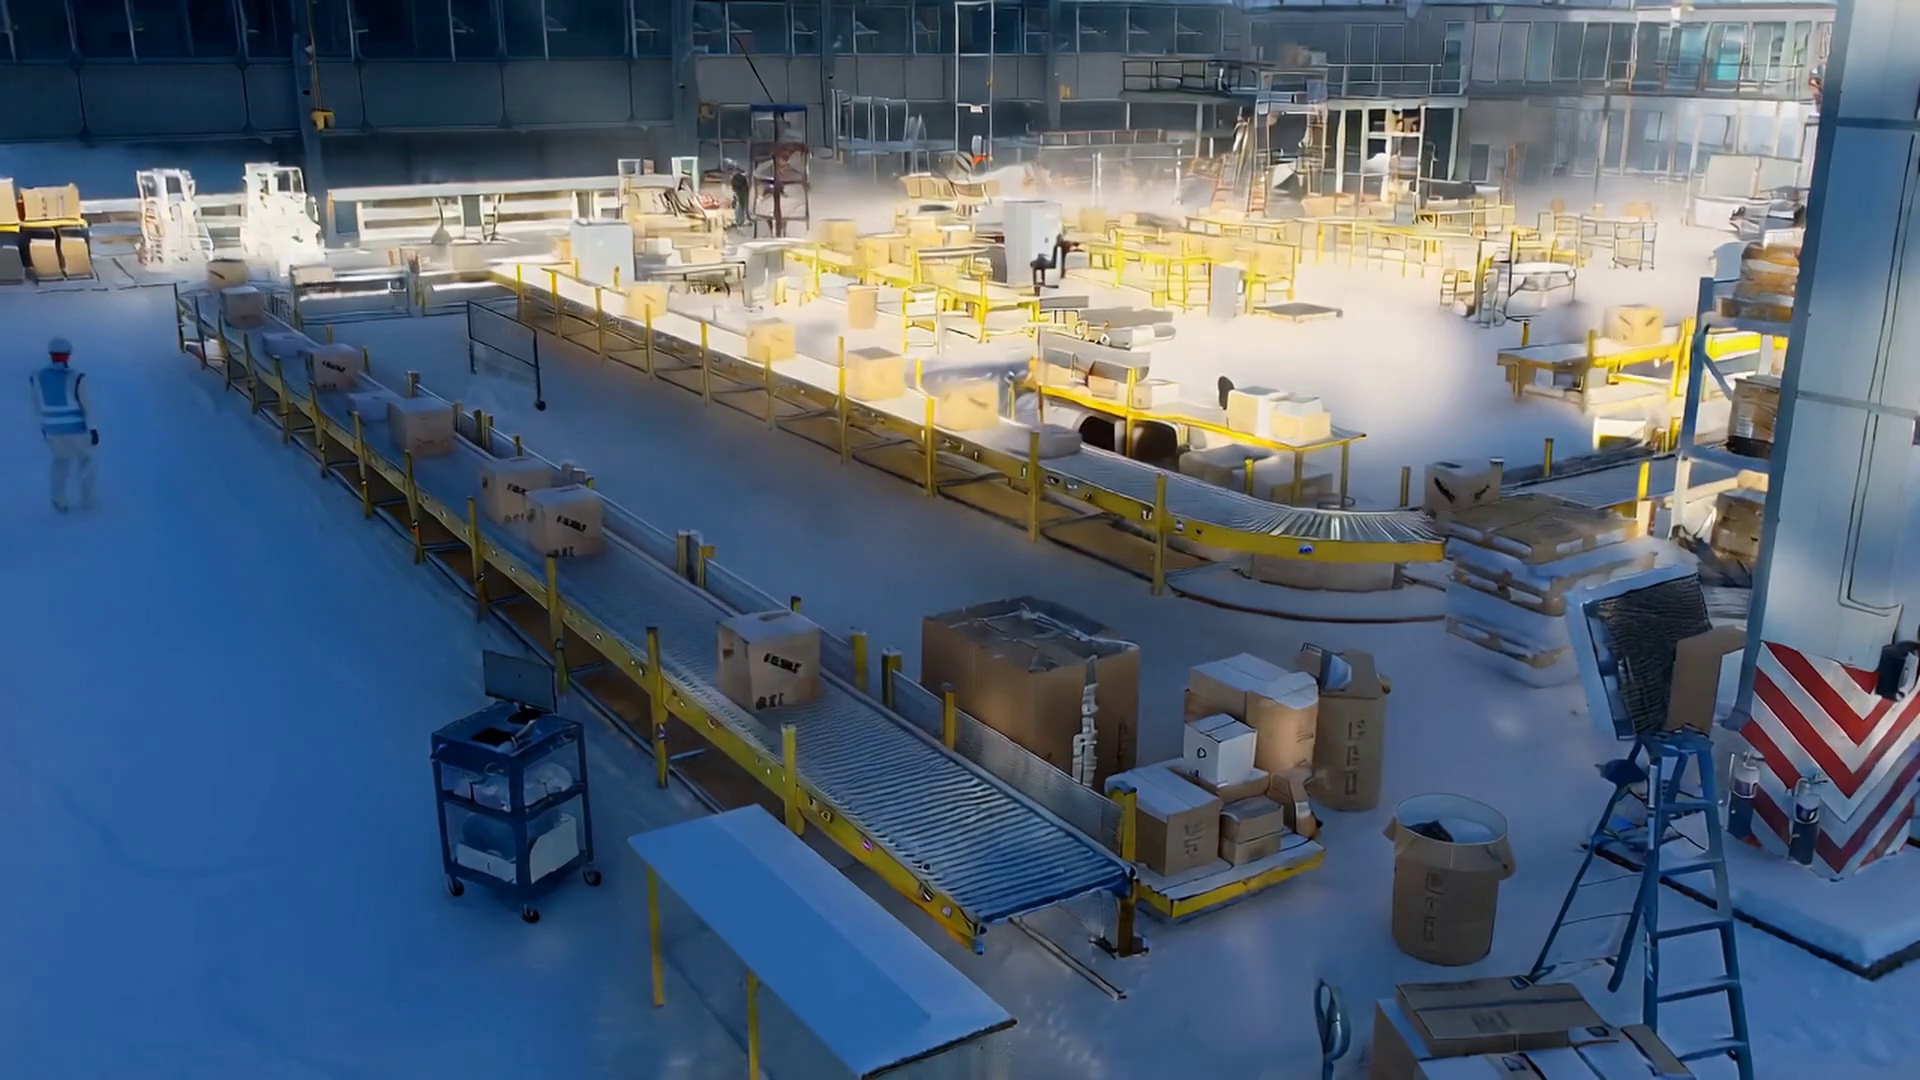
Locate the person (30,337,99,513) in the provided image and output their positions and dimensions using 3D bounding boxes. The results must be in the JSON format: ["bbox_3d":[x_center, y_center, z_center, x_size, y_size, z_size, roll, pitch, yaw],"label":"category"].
[{"bbox_3d":[-9.598,-1.204,17.853,0.630,1.924,0.572,-1,17,-4],"label":"person"}]

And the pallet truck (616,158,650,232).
[{"bbox_3d":[-8.918,-9.176,44.255,0.823,1.965,1.885,-9,19,-27],"label":"pallet truck"}]

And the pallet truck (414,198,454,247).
[{"bbox_3d":[-13.250,-8.060,41.856,0.680,1.201,1.601,-10,20,-31],"label":"pallet truck"}]

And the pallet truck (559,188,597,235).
[{"bbox_3d":[-10.010,-8.652,43.699,0.653,1.274,1.630,-10,20,-31],"label":"pallet truck"}]

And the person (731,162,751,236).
[{"bbox_3d":[-5.862,-8.965,43.742,0.719,1.879,0.687,-12,20,-34],"label":"person"}]

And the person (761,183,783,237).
[{"bbox_3d":[-4.643,-8.285,41.211,0.615,2.040,0.391,-7,18,-23],"label":"person"}]

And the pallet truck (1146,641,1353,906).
[{"bbox_3d":[1.664,1.407,10.232,1.630,1.274,0.653,-10,20,-31],"label":"pallet truck"}]

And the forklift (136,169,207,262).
[{"bbox_3d":[-17.842,-7.318,37.559,1.157,1.987,2.680,-10,20,-31],"label":"forklift"}]

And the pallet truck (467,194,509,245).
[{"bbox_3d":[-11.983,-8.177,42.137,0.704,1.261,1.522,-11,20,-33],"label":"pallet truck"}]

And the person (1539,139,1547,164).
[{"bbox_3d":[21.933,-14.514,62.626,0.516,1.628,0.342,8,18,24],"label":"person"}]

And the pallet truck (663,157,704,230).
[{"bbox_3d":[-7.586,-9.308,44.692,0.823,1.965,1.885,-11,20,-33],"label":"pallet truck"}]

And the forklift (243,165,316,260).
[{"bbox_3d":[-15.898,-7.669,38.708,1.157,1.987,2.680,-11,20,-33],"label":"forklift"}]

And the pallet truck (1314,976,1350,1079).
[{"bbox_3d":[2.299,2.390,7.086,1.601,1.201,0.680,-2,17,-7],"label":"pallet truck"}]
